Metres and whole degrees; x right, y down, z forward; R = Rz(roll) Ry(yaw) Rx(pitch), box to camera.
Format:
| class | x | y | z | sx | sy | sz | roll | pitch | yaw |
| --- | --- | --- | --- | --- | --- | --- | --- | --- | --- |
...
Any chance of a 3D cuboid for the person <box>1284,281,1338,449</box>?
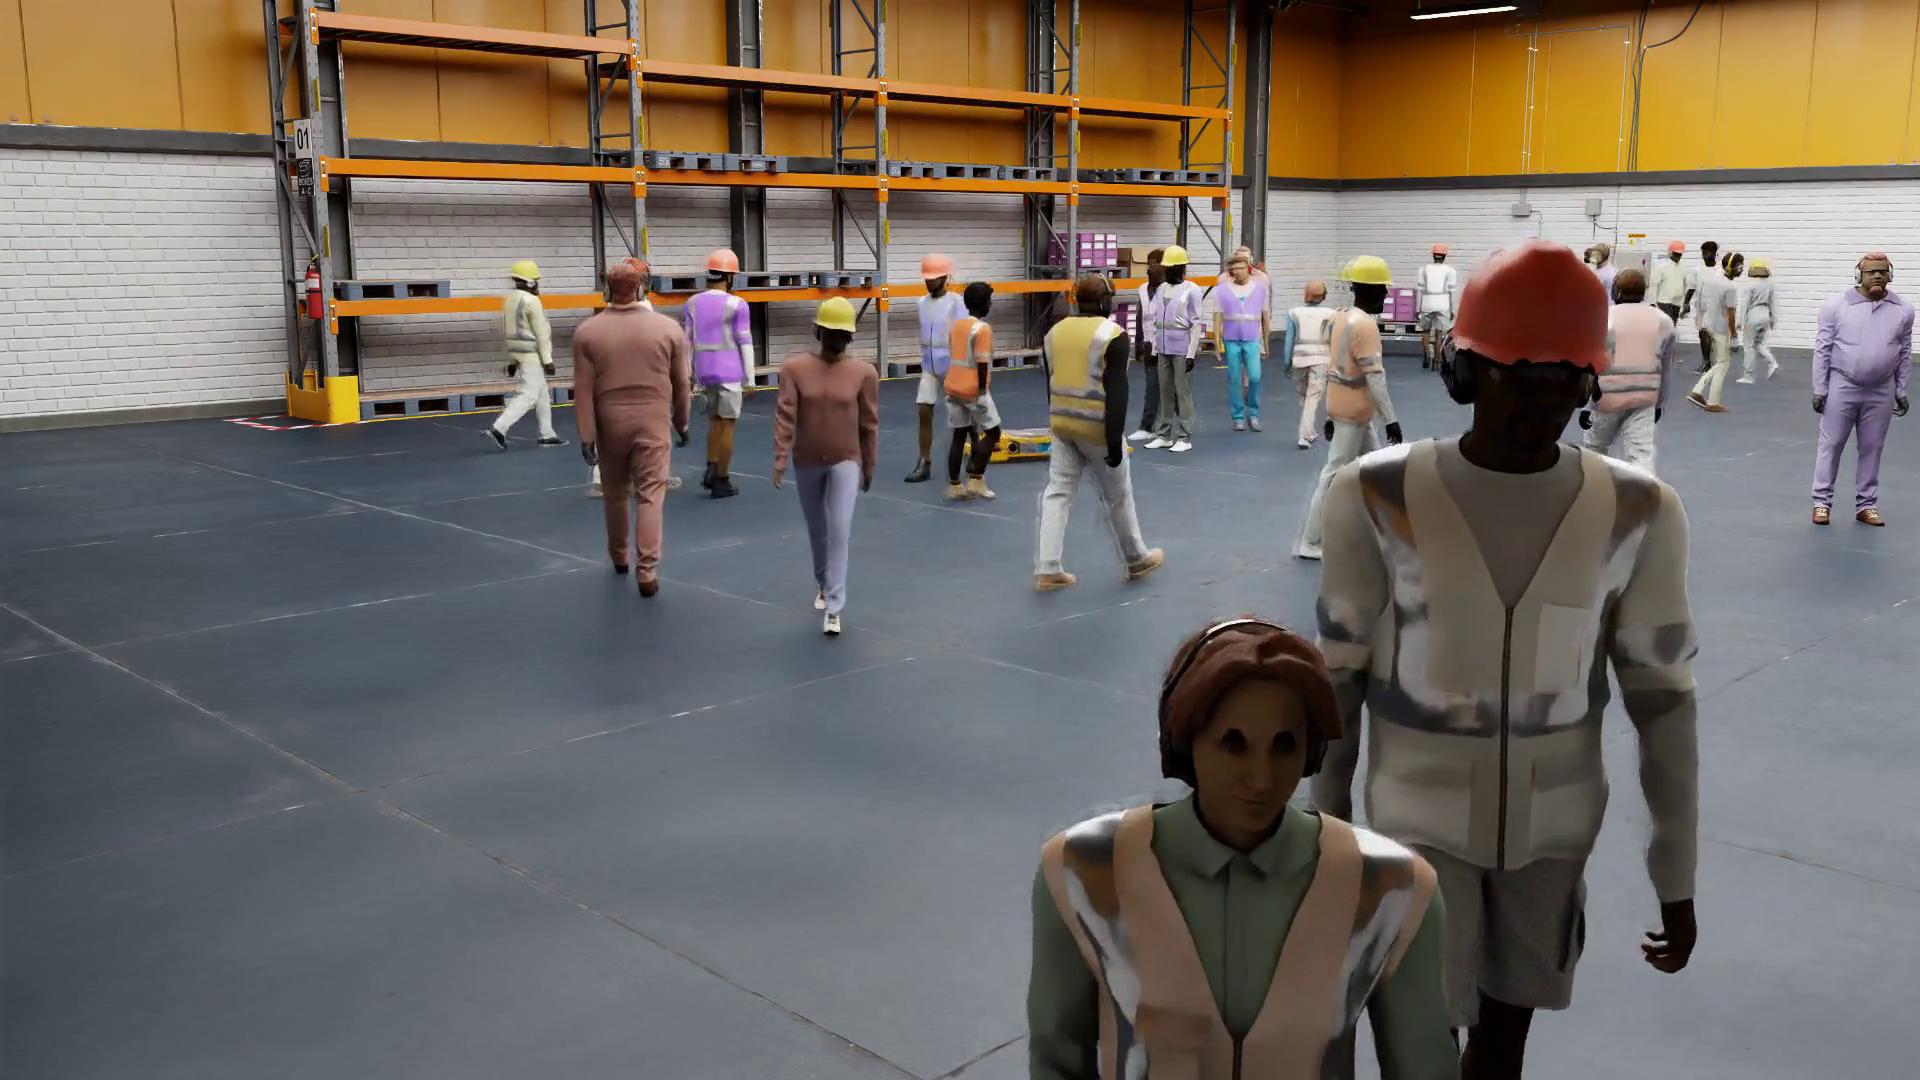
| class | x | y | z | sx | sy | sz | roll | pitch | yaw |
| --- | --- | --- | --- | --- | --- | --- | --- | --- | --- |
| person | 3.390 | -1.685 | 15.961 | 0.535 | 1.588 | 0.875 | 5 | 12 | 26 |

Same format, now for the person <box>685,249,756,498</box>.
| class | x | y | z | sx | sy | sz | roll | pitch | yaw |
| --- | --- | --- | --- | --- | --- | --- | --- | --- | --- |
| person | -1.832 | -1.282 | 12.874 | 0.572 | 1.912 | 0.474 | 4 | 11 | 22 |

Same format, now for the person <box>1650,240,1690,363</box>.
| class | x | y | z | sx | sy | sz | roll | pitch | yaw |
| --- | --- | --- | --- | --- | --- | --- | --- | --- | --- |
| person | 11.376 | -3.844 | 26.746 | 0.637 | 1.957 | 0.915 | -3 | 11 | -15 |

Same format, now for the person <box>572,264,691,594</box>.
| class | x | y | z | sx | sy | sz | roll | pitch | yaw |
| --- | --- | --- | --- | --- | --- | --- | --- | --- | --- |
| person | -1.885 | -0.655 | 9.630 | 0.646 | 1.854 | 1.003 | -1 | 10 | -7 |

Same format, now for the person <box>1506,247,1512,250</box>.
| class | x | y | z | sx | sy | sz | roll | pitch | yaw |
| --- | --- | --- | --- | --- | --- | --- | --- | --- | --- |
| person | 9.627 | -4.146 | 28.759 | 0.644 | 1.822 | 0.527 | 6 | 12 | 29 |

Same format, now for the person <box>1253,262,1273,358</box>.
| class | x | y | z | sx | sy | sz | roll | pitch | yaw |
| --- | --- | --- | --- | --- | --- | --- | --- | --- | --- |
| person | 4.814 | -3.724 | 27.100 | 0.504 | 1.584 | 0.892 | 9 | 13 | 39 |

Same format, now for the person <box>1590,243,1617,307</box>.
| class | x | y | z | sx | sy | sz | roll | pitch | yaw |
| --- | --- | --- | --- | --- | --- | --- | --- | --- | --- |
| person | 8.182 | -2.826 | 21.261 | 0.536 | 1.929 | 0.645 | -1 | 10 | -6 |

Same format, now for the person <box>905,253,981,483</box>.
| class | x | y | z | sx | sy | sz | roll | pitch | yaw |
| --- | --- | --- | --- | --- | --- | --- | --- | --- | --- |
| person | -0.089 | -1.446 | 13.872 | 0.556 | 1.898 | 0.971 | 7 | 13 | 35 |

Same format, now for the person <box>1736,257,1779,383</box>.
| class | x | y | z | sx | sy | sz | roll | pitch | yaw |
| --- | --- | --- | --- | --- | --- | --- | --- | --- | --- |
| person | 10.931 | -3.000 | 22.765 | 0.504 | 1.725 | 0.474 | -4 | 11 | -21 |

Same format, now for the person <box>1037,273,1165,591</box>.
| class | x | y | z | sx | sy | sz | roll | pitch | yaw |
| --- | --- | --- | --- | --- | --- | --- | --- | --- | --- |
| person | 0.799 | -0.627 | 9.616 | 0.933 | 1.795 | 0.652 | -10 | 14 | -44 |

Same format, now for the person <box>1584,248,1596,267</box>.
| class | x | y | z | sx | sy | sz | roll | pitch | yaw |
| --- | --- | --- | --- | --- | --- | --- | --- | --- | --- |
| person | 10.703 | -4.061 | 28.356 | 0.633 | 1.792 | 0.968 | -7 | 13 | -35 |

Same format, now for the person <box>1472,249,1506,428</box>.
| class | x | y | z | sx | sy | sz | roll | pitch | yaw |
| --- | --- | --- | --- | --- | --- | --- | --- | --- | --- |
| person | 5.380 | -1.965 | 16.689 | 0.573 | 1.883 | 0.355 | -7 | 12 | -33 |

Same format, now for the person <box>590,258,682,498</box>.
| class | x | y | z | sx | sy | sz | roll | pitch | yaw |
| --- | --- | --- | --- | --- | --- | --- | --- | --- | --- |
| person | -2.533 | -1.252 | 12.901 | 0.880 | 1.836 | 0.599 | -9 | 14 | -42 |

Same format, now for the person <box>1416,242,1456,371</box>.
| class | x | y | z | sx | sy | sz | roll | pitch | yaw |
| --- | --- | --- | --- | --- | --- | --- | --- | --- | --- |
| person | 7.105 | -3.473 | 24.810 | 0.565 | 1.916 | 0.436 | 4 | 11 | 20 |

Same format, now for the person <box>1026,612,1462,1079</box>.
| class | x | y | z | sx | sy | sz | roll | pitch | yaw |
| --- | --- | --- | --- | --- | --- | --- | --- | --- | --- |
| person | 0.345 | 0.861 | 2.087 | 0.524 | 1.591 | 0.905 | 1 | 10 | 4 |

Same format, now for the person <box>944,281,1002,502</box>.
| class | x | y | z | sx | sy | sz | roll | pitch | yaw |
| --- | --- | --- | --- | --- | --- | --- | --- | --- | --- |
| person | 0.104 | -1.116 | 12.608 | 0.436 | 1.671 | 0.544 | -7 | 13 | -34 |

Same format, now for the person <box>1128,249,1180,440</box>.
| class | x | y | z | sx | sy | sz | roll | pitch | yaw |
| --- | --- | --- | --- | --- | --- | --- | --- | --- | --- |
| person | 2.029 | -1.960 | 16.661 | 0.855 | 1.892 | 0.601 | -7 | 12 | -33 |

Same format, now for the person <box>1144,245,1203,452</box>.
| class | x | y | z | sx | sy | sz | roll | pitch | yaw |
| --- | --- | --- | --- | --- | --- | --- | --- | --- | --- |
| person | 2.008 | -1.790 | 15.614 | 0.364 | 1.928 | 0.587 | -8 | 13 | -37 |

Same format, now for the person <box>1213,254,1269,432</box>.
| class | x | y | z | sx | sy | sz | roll | pitch | yaw |
| --- | --- | --- | --- | --- | --- | --- | --- | --- | --- |
| person | 2.896 | -2.017 | 17.127 | 0.584 | 1.821 | 0.574 | 1 | 10 | 4 |

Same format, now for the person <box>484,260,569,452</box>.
| class | x | y | z | sx | sy | sz | roll | pitch | yaw |
| --- | --- | --- | --- | --- | --- | --- | --- | --- | --- |
| person | -4.108 | -1.729 | 15.637 | 0.840 | 1.801 | 0.590 | -7 | 13 | -35 |

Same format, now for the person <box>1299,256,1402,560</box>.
| class | x | y | z | sx | sy | sz | roll | pitch | yaw |
| --- | --- | --- | --- | --- | --- | --- | --- | --- | --- |
| person | 2.560 | -0.792 | 10.288 | 0.941 | 1.886 | 0.598 | 1 | 10 | 5 |

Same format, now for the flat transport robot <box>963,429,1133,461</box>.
| class | x | y | z | sx | sy | sz | roll | pitch | yaw |
| --- | --- | --- | --- | --- | --- | --- | --- | --- | --- |
| flat transport robot | 0.794 | -0.890 | 15.228 | 1.431 | 0.197 | 0.652 | -4 | 11 | -19 |

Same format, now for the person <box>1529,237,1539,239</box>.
| class | x | y | z | sx | sy | sz | roll | pitch | yaw |
| --- | --- | --- | --- | --- | --- | --- | --- | --- | --- |
| person | 9.938 | -4.359 | 29.312 | 0.944 | 2.000 | 0.690 | 1 | 10 | 5 |

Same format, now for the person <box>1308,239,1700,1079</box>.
| class | x | y | z | sx | sy | sz | roll | pitch | yaw |
| --- | --- | --- | --- | --- | --- | --- | --- | --- | --- |
| person | 0.923 | 0.515 | 2.815 | 0.634 | 2.006 | 0.854 | 1 | 10 | 6 |

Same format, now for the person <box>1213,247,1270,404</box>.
| class | x | y | z | sx | sy | sz | roll | pitch | yaw |
| --- | --- | --- | --- | --- | --- | --- | --- | --- | --- |
| person | 3.355 | -2.544 | 19.848 | 0.680 | 1.873 | 0.862 | 2 | 11 | 10 |

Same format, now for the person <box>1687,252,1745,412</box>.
| class | x | y | z | sx | sy | sz | roll | pitch | yaw |
| --- | --- | --- | --- | --- | --- | --- | --- | --- | --- |
| person | 8.659 | -2.351 | 18.976 | 0.417 | 1.837 | 0.620 | 1 | 10 | 4 |

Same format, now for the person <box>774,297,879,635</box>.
| class | x | y | z | sx | sy | sz | roll | pitch | yaw |
| --- | --- | --- | --- | --- | --- | --- | --- | --- | --- |
| person | -0.686 | -0.411 | 8.688 | 0.528 | 1.712 | 0.956 | 0 | 10 | 2 |

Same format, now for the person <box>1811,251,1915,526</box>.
| class | x | y | z | sx | sy | sz | roll | pitch | yaw |
| --- | --- | --- | --- | --- | --- | --- | --- | --- | --- |
| person | 6.296 | -1.047 | 11.614 | 0.638 | 1.911 | 0.406 | 2 | 11 | 11 |

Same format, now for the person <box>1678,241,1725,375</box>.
| class | x | y | z | sx | sy | sz | roll | pitch | yaw |
| --- | --- | --- | --- | --- | --- | --- | --- | --- | --- |
| person | 10.796 | -3.361 | 24.175 | 0.736 | 1.926 | 0.616 | -5 | 11 | -24 |

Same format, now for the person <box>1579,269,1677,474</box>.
| class | x | y | z | sx | sy | sz | roll | pitch | yaw |
| --- | --- | --- | --- | --- | --- | --- | --- | --- | --- |
| person | 4.519 | -0.949 | 11.398 | 0.653 | 1.788 | 0.962 | 0 | 10 | 3 |
